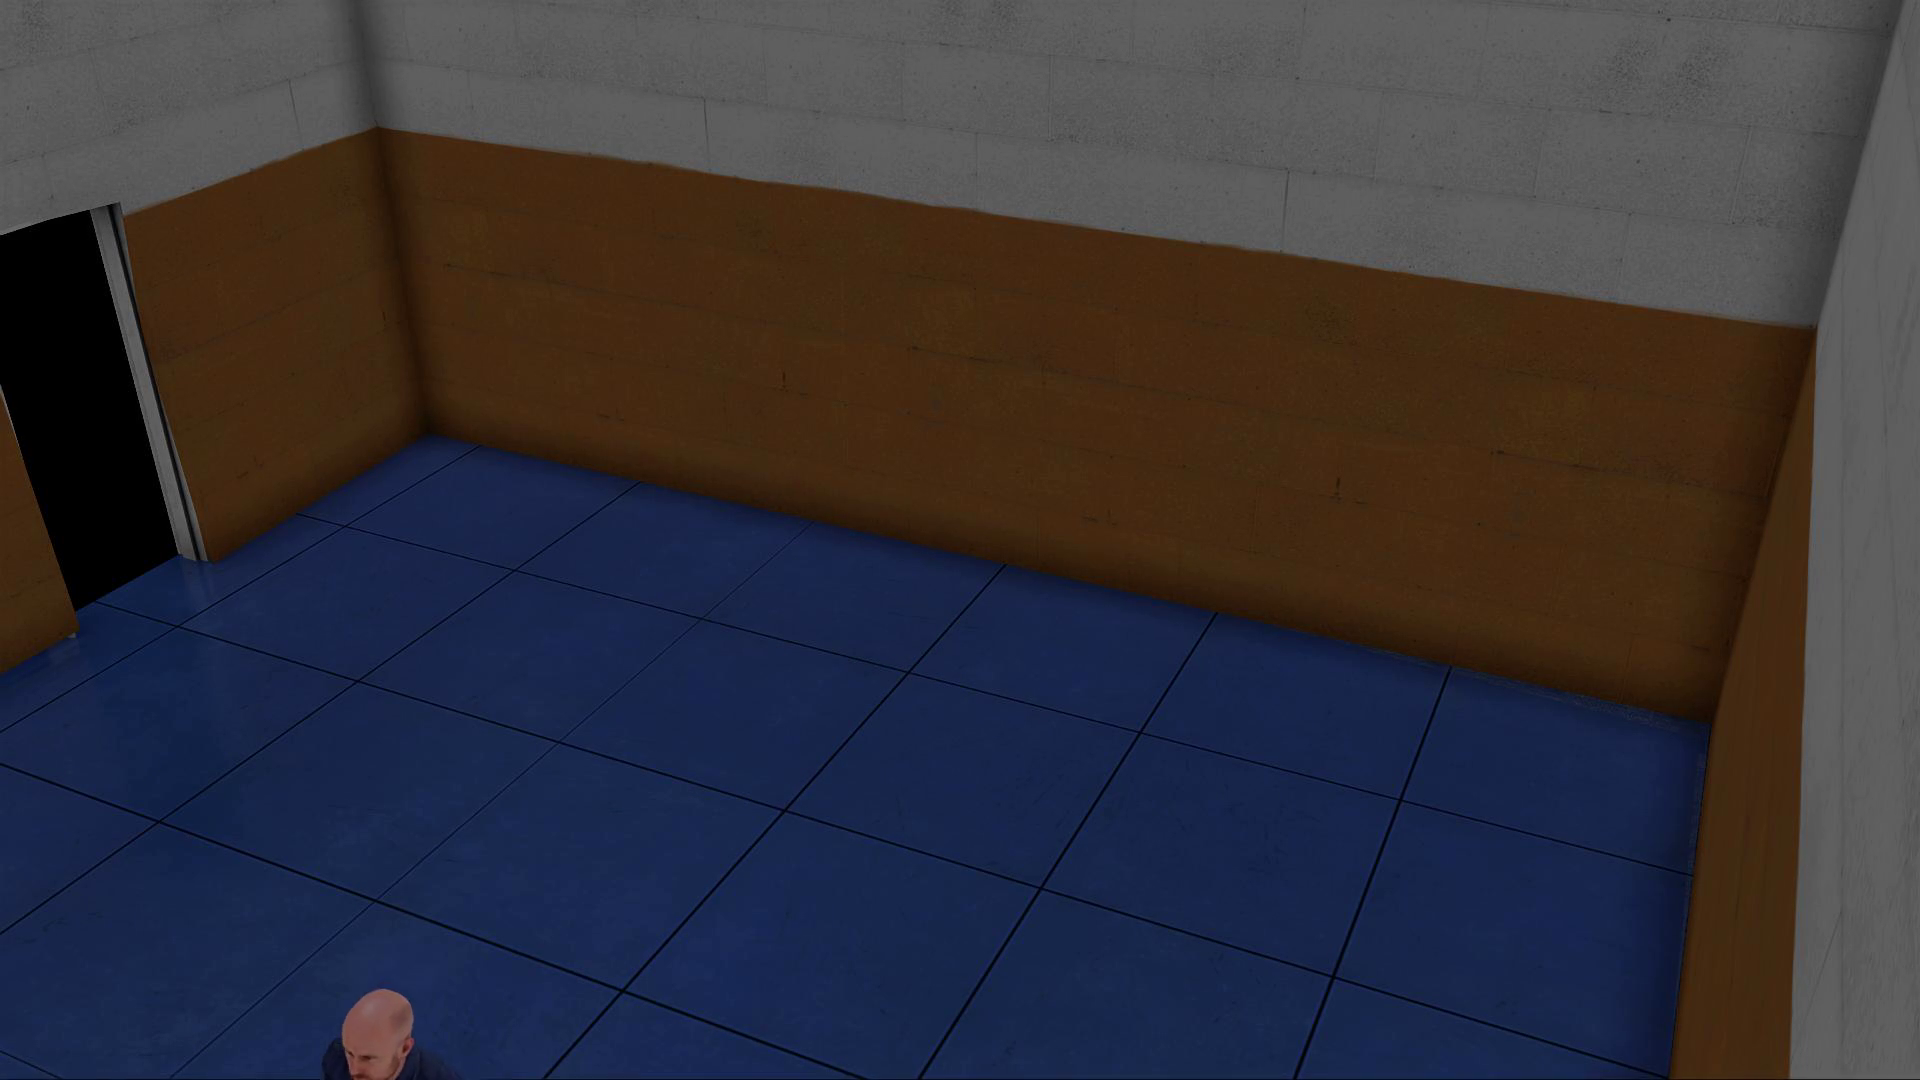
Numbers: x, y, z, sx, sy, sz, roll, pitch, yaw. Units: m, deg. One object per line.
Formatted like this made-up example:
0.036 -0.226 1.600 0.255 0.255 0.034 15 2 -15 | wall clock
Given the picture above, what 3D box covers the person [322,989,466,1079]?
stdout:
-1.554 1.976 4.872 0.797 1.812 0.766 13 31 22 | person
